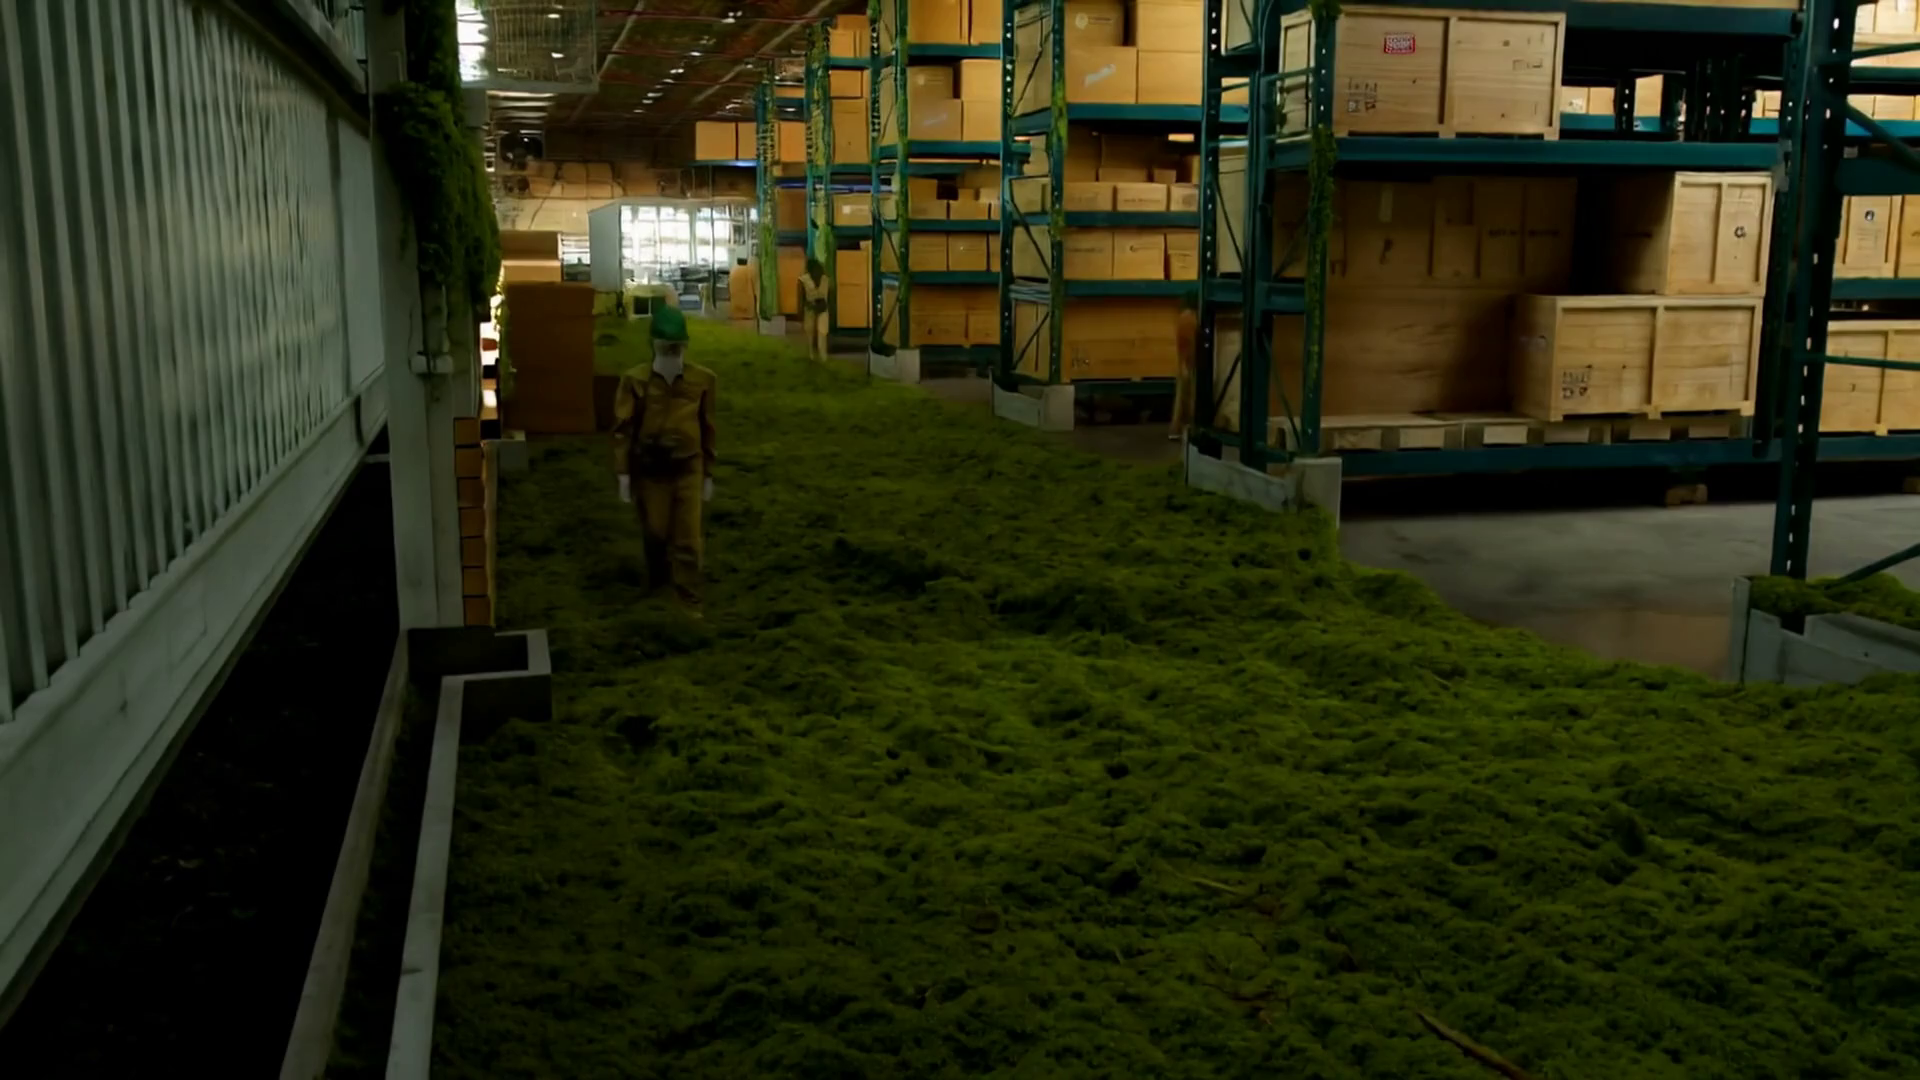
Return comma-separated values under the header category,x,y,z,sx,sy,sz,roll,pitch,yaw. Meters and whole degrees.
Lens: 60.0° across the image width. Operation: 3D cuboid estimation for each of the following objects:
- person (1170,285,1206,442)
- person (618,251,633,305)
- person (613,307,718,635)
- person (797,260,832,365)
category,x,y,z,sx,sy,sz,roll,pitch,yaw
person,2.473,-1.797,17.096,0.674,1.614,0.540,3,11,18
person,-11.551,-9.043,57.503,0.571,1.844,0.376,-7,12,-35
person,-1.583,-0.400,8.961,0.562,1.710,0.900,-2,10,-13
person,-2.501,-3.911,28.630,0.637,1.793,0.983,-3,10,-17
